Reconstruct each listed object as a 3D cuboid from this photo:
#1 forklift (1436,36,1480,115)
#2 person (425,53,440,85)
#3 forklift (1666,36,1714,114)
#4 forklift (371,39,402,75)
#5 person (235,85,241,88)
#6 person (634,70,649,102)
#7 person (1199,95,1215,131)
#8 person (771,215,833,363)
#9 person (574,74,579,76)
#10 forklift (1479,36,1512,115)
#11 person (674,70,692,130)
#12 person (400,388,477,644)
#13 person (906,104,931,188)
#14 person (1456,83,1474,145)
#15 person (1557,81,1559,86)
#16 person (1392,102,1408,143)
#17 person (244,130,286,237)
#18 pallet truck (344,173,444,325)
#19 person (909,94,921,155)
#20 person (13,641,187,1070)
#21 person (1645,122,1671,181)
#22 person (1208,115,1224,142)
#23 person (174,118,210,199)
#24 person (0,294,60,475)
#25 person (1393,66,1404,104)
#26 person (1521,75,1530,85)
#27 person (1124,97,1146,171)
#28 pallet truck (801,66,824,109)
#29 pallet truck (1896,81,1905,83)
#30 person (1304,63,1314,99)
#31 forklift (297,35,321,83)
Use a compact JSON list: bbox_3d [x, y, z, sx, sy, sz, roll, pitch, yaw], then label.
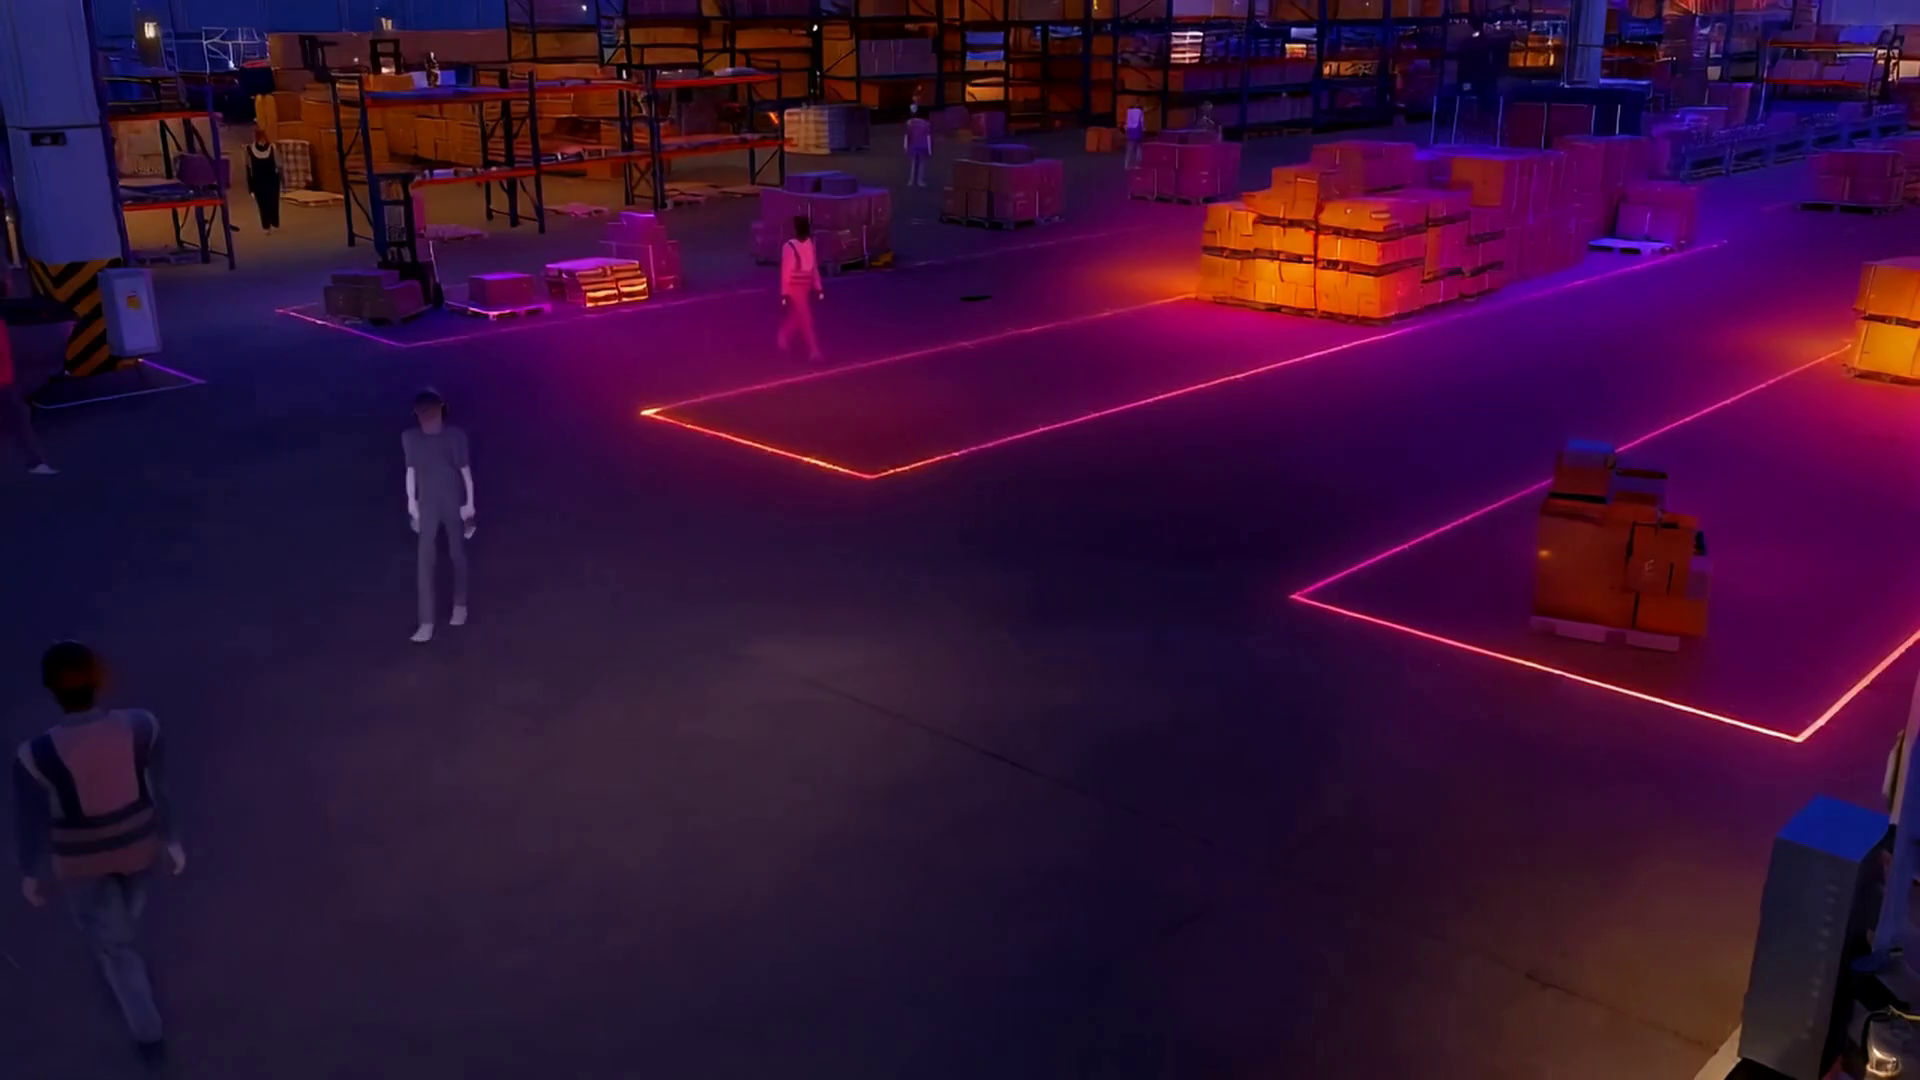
[{"bbox_3d":[18.855,-17.322,61.971,1.873,2.768,1.129,17,25,41],"label":"forklift"},{"bbox_3d":[-22.571,-19.881,71.185,0.559,1.914,0.541,-10,21,-27],"label":"person"},{"bbox_3d":[27.341,-17.291,61.877,1.129,2.768,1.873,17,25,41],"label":"forklift"},{"bbox_3d":[-20.266,-16.362,59.080,1.129,2.768,1.873,-7,20,-20],"label":"forklift"},{"bbox_3d":[-20.211,-11.832,46.921,0.389,1.942,0.636,4,19,12],"label":"person"},{"bbox_3d":[-10.753,-14.879,56.131,0.383,1.915,0.596,16,24,40],"label":"person"},{"bbox_3d":[7.126,-11.966,47.833,0.530,1.592,0.843,16,24,40],"label":"person"},{"bbox_3d":[-2.050,-3.185,21.010,0.944,1.858,0.585,11,21,30],"label":"person"},{"bbox_3d":[-12.711,-14.642,55.565,0.844,1.818,0.629,-15,24,-38],"label":"person"},{"bbox_3d":[19.973,-17.201,61.605,1.873,2.768,1.129,16,24,40],"label":"forklift"},{"bbox_3d":[-9.241,-14.698,55.536,0.615,1.952,1.012,-2,18,-6],"label":"person"},{"bbox_3d":[-3.758,-0.169,11.935,0.541,1.825,0.889,-1,18,-3],"label":"person"},{"bbox_3d":[-0.973,-9.319,39.325,0.687,1.943,0.387,11,21,29],"label":"person"},{"bbox_3d":[14.784,-12.387,48.645,0.546,1.912,0.851,17,25,41],"label":"person"},{"bbox_3d":[20.806,-15.228,57.609,0.509,1.632,0.265,-10,21,-27],"label":"person"},{"bbox_3d":[11.358,-10.371,42.789,0.650,1.741,0.560,-6,19,-17],"label":"person"},{"bbox_3d":[-13.255,-6.863,31.772,0.684,2.000,1.030,-8,20,-23],"label":"person"},{"bbox_3d":[-8.209,-4.181,23.757,0.823,1.965,1.885,3,19,9],"label":"pallet truck"},{"bbox_3d":[-1.264,-11.788,47.175,0.333,1.686,0.535,8,20,22],"label":"person"},{"bbox_3d":[-3.804,1.331,7.298,0.965,1.896,0.639,15,24,38],"label":"person"},{"bbox_3d":[14.474,-7.678,34.428,0.720,1.914,0.560,-8,20,-22],"label":"person"},{"bbox_3d":[6.245,-9.472,40.295,0.547,1.599,0.781,-11,21,-30],"label":"person"},{"bbox_3d":[-17.085,-8.534,37.048,1.020,1.894,0.631,16,24,39],"label":"person"},{"bbox_3d":[-9.292,-1.522,15.933,0.963,1.890,0.605,3,19,8],"label":"person"},{"bbox_3d":[16.544,-17.032,62.873,0.549,1.745,0.631,-9,20,-25],"label":"person"},{"bbox_3d":[19.997,-15.678,59.003,0.521,1.600,0.529,-13,23,-35],"label":"person"},{"bbox_3d":[4.454,-10.391,42.653,0.621,1.890,0.417,13,22,35],"label":"person"},{"bbox_3d":[-4.812,-15.182,56.903,0.823,1.965,1.885,-9,21,-26],"label":"pallet truck"},{"bbox_3d":[34.802,-16.331,61.455,0.653,1.274,1.630,17,25,41],"label":"pallet truck"},{"bbox_3d":[14.118,-18.390,67.056,0.541,1.683,0.487,4,19,12],"label":"person"},{"bbox_3d":[-24.827,-17.852,63.566,1.129,2.768,1.873,17,25,41],"label":"forklift"}]
